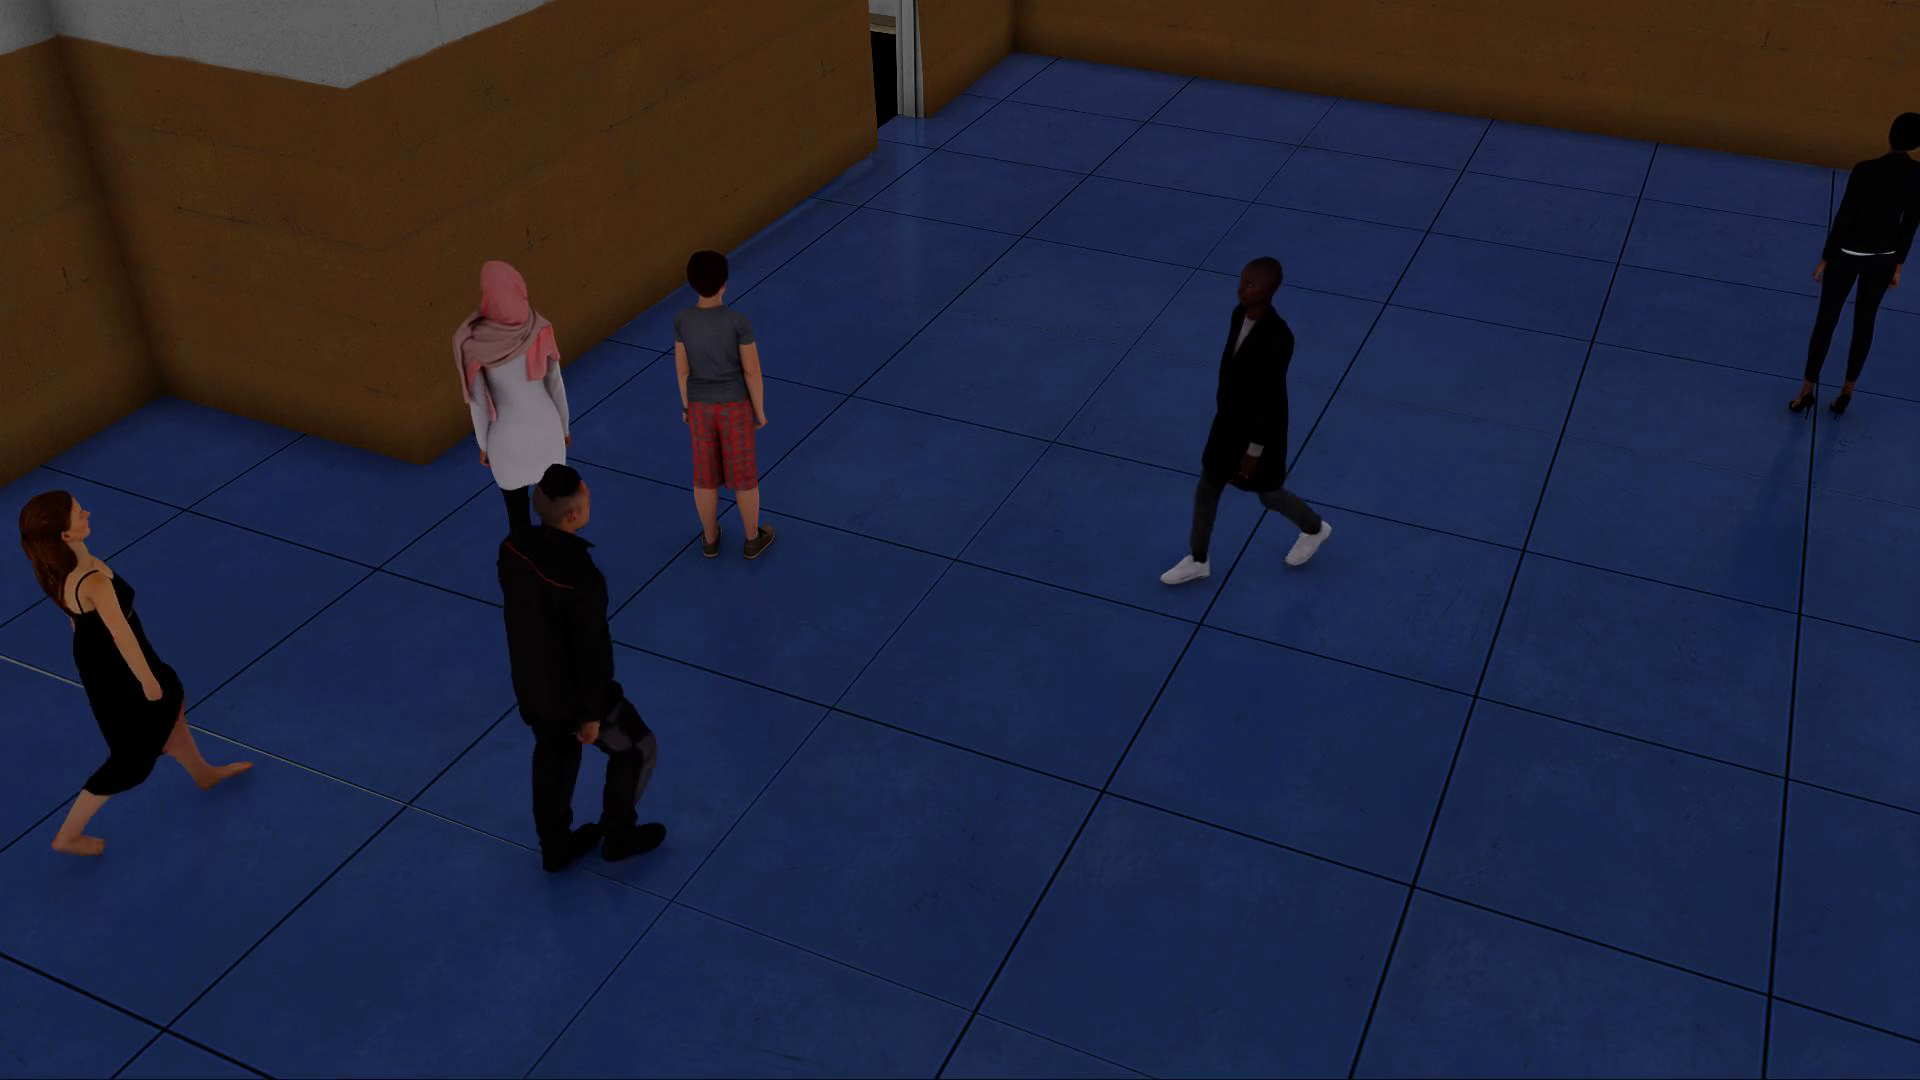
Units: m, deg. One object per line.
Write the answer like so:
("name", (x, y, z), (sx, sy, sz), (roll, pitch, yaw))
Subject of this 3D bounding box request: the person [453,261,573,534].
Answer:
("person", (-2.077, -0.498, 7.918), (0.739, 1.800, 0.792), (-13, 36, -19))

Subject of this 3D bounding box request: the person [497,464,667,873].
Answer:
("person", (-1.573, 0.551, 6.284), (0.773, 1.841, 0.919), (27, 42, 34))

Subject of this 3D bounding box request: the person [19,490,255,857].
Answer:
("person", (-3.395, 0.551, 6.528), (0.880, 1.593, 1.068), (-28, 43, -36))

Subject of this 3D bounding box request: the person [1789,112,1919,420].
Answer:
("person", (5.117, -1.541, 9.455), (0.550, 1.834, 0.727), (6, 34, 8))

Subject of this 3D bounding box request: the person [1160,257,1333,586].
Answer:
("person", (1.493, -0.537, 8.041), (1.156, 1.727, 1.162), (-15, 37, -22))

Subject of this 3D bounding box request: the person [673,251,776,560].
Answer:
("person", (-1.193, -0.647, 8.265), (0.572, 1.651, 0.705), (3, 34, 4))
